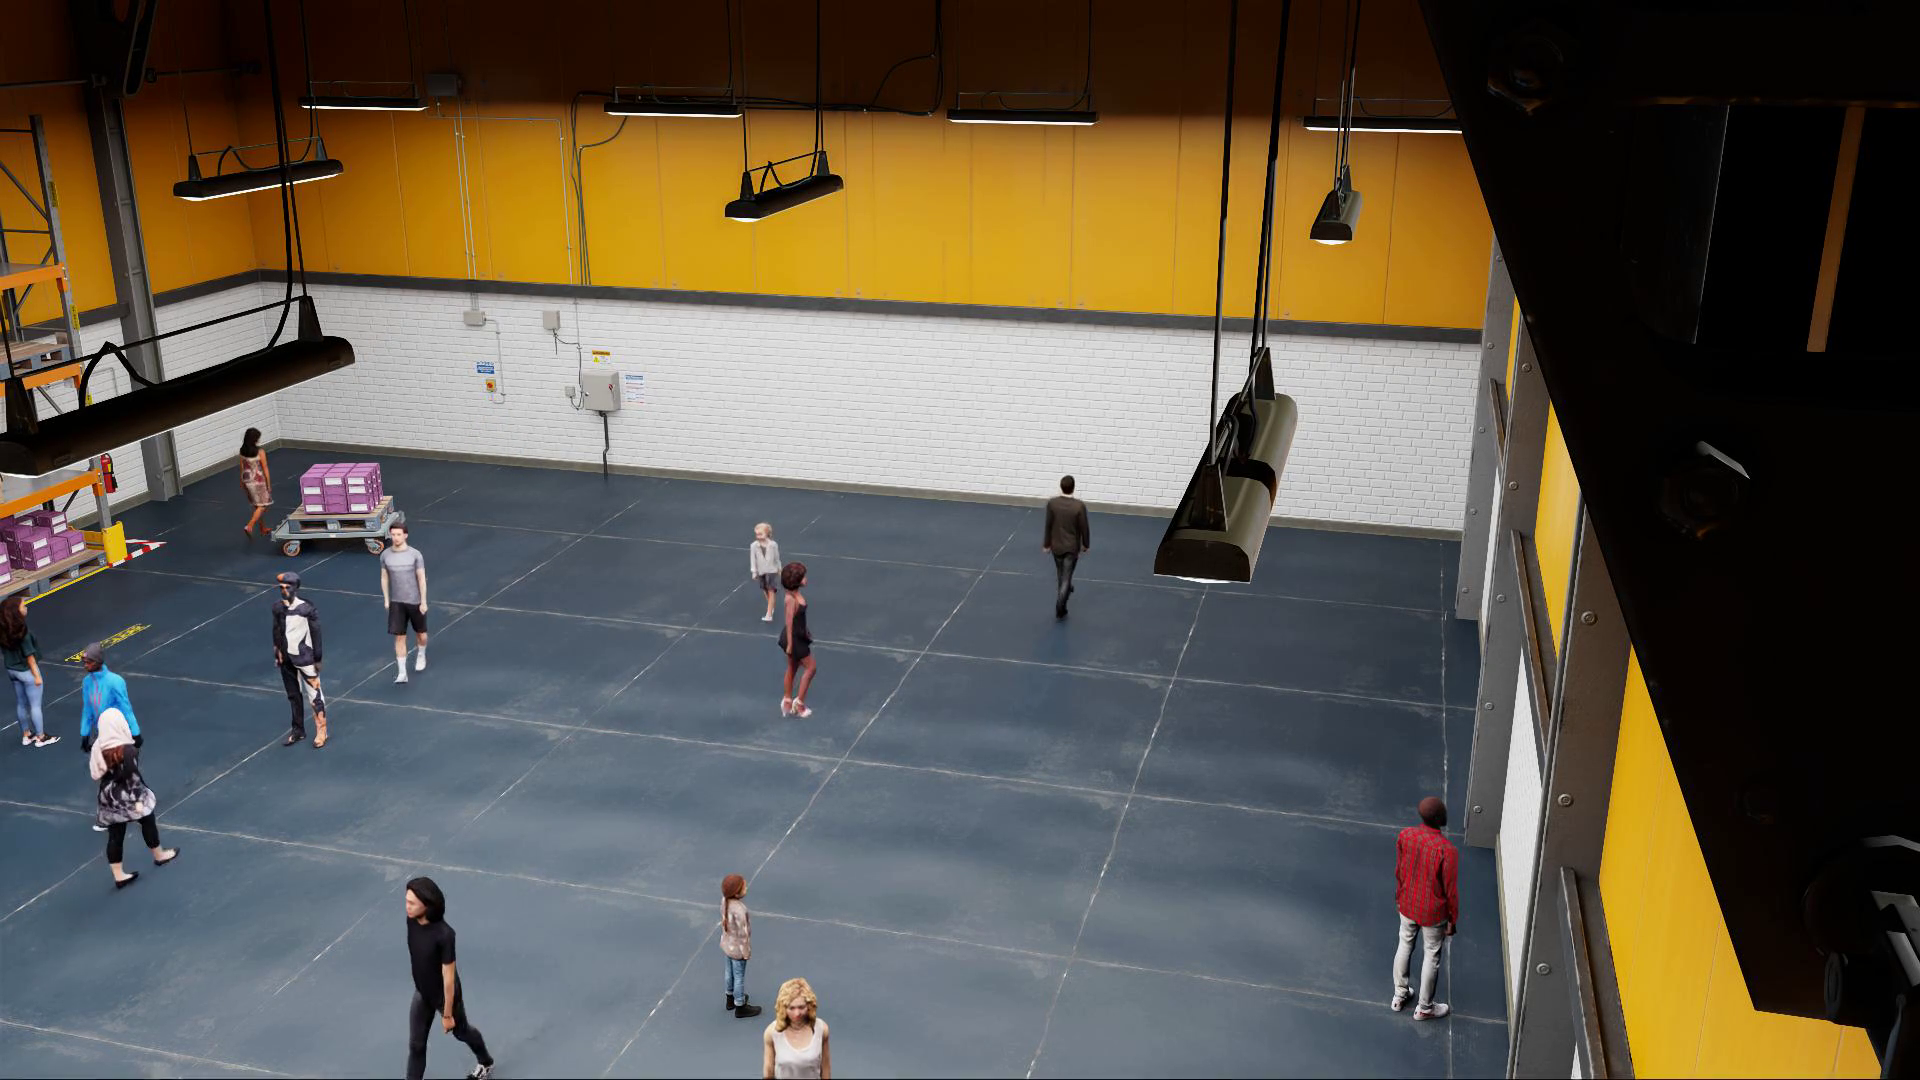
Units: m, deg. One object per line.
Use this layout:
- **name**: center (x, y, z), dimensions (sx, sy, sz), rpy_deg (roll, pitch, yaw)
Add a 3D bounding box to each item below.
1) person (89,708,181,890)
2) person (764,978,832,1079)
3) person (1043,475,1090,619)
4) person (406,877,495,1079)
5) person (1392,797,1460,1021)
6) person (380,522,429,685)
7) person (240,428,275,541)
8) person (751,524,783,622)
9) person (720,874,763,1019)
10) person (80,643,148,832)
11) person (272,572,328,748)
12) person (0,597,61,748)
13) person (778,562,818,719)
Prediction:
- **person**: center (-7.391, 2.292, 14.535), dimensions (0.648, 1.609, 0.863), rpy_deg (6, 19, 16)
- **person**: center (-1.036, 3.550, 10.702), dimensions (0.680, 1.670, 0.688), rpy_deg (-4, 19, -11)
- **person**: center (1.304, 0.113, 20.773), dimensions (0.784, 1.757, 1.167), rpy_deg (7, 20, 20)
- **person**: center (-3.598, 3.152, 11.696), dimensions (0.922, 1.792, 1.248), rpy_deg (12, 22, 32)
- **person**: center (3.547, 2.795, 12.715), dimensions (0.759, 1.817, 0.754), rpy_deg (-16, 24, -40)
- **person**: center (-6.273, 0.674, 18.994), dimensions (0.917, 1.829, 1.230), rpy_deg (-1, 19, -4)
- **person**: center (-10.026, -0.765, 23.588), dimensions (0.660, 1.624, 0.960), rpy_deg (3, 19, 8)
- **person**: center (-2.387, 0.367, 20.815), dimensions (0.557, 1.248, 0.844), rpy_deg (2, 19, 5)
- **person**: center (-1.727, 3.099, 12.788), dimensions (0.608, 1.194, 0.558), rpy_deg (-12, 22, -32)
- **person**: center (-7.951, 1.787, 15.788), dimensions (0.716, 1.766, 1.007), rpy_deg (7, 20, 20)
- **person**: center (-6.859, 1.221, 17.269), dimensions (0.688, 1.893, 0.593), rpy_deg (4, 19, 11)
- **person**: center (-9.734, 1.366, 17.276), dimensions (0.635, 1.615, 0.634), rpy_deg (8, 20, 24)
- **person**: center (-1.852, 1.090, 17.844), dimensions (0.713, 1.775, 0.661), rpy_deg (-1, 19, -4)
